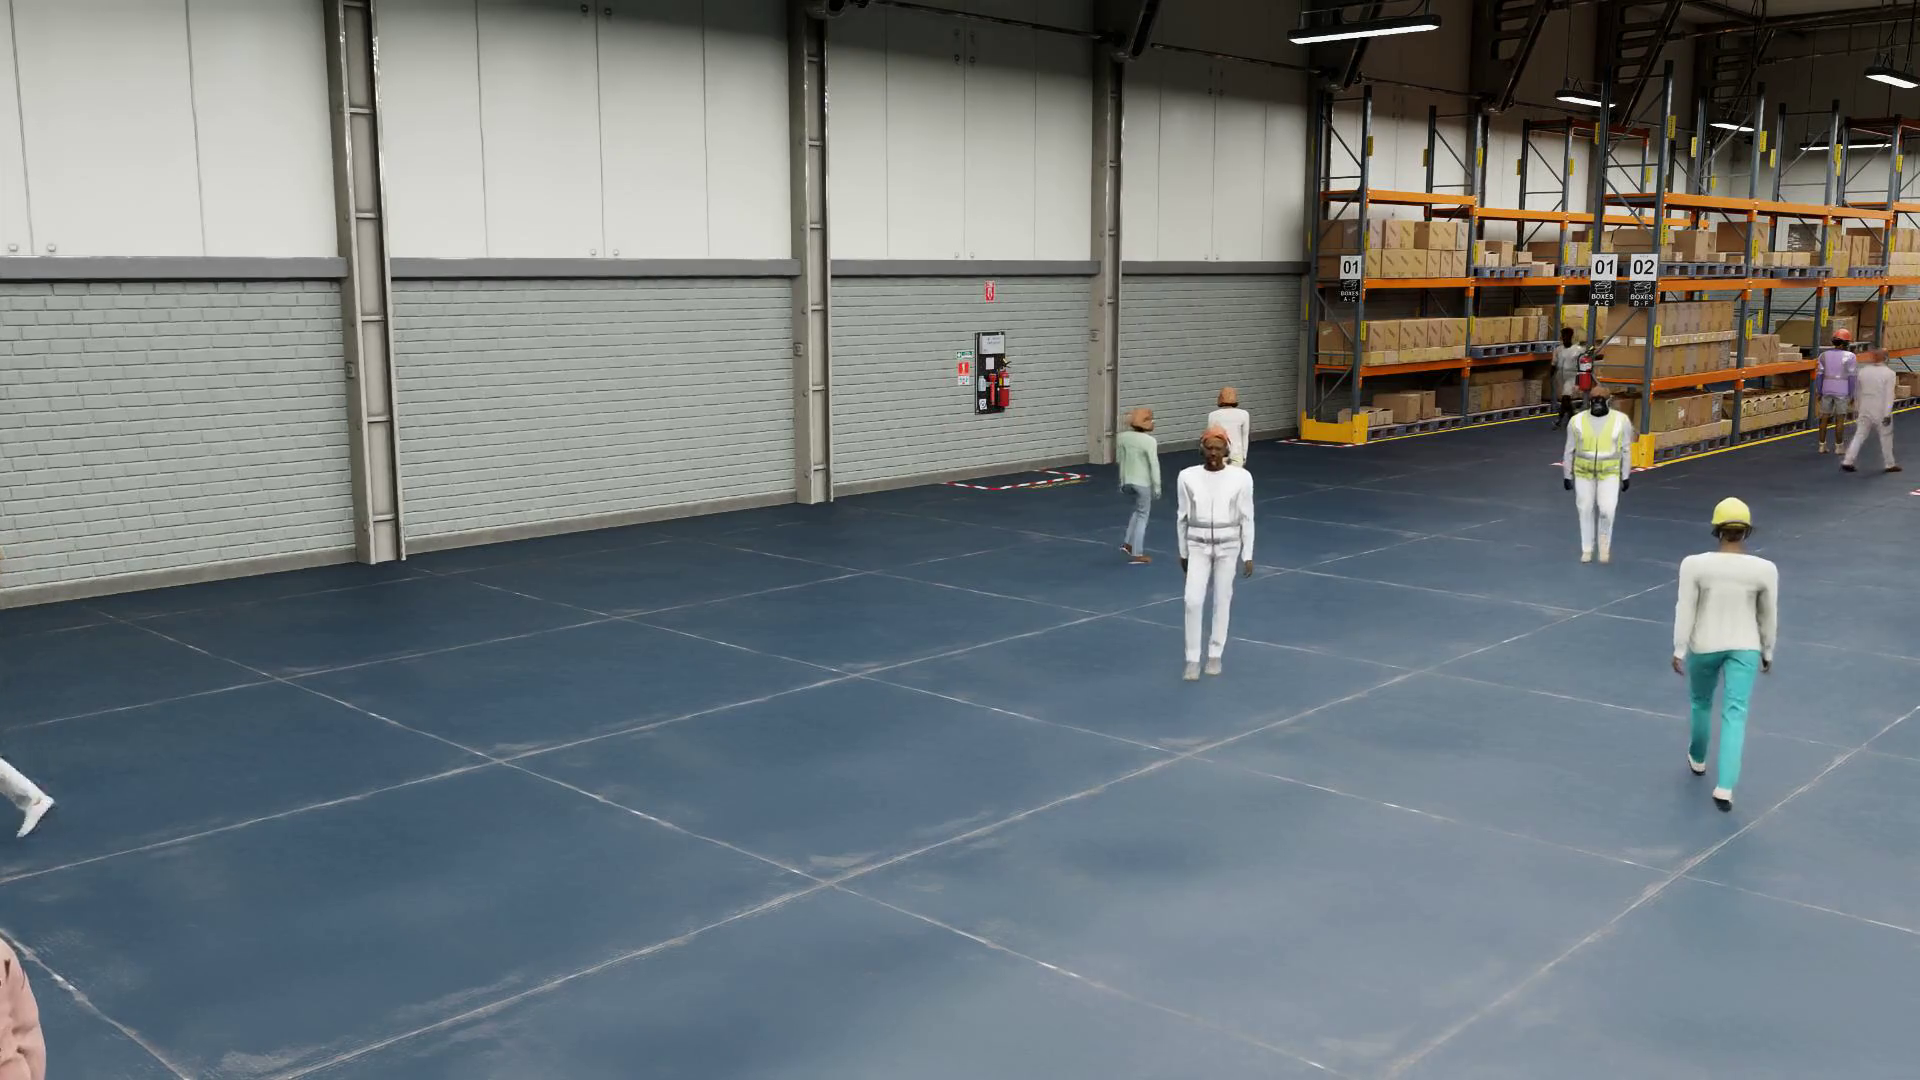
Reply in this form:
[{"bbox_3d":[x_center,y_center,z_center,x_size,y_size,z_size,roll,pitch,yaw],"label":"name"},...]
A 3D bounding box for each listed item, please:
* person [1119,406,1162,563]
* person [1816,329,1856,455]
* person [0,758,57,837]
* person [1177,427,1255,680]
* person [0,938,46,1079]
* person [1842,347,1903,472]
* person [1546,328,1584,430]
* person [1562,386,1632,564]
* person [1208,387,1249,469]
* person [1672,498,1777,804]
[{"bbox_3d":[1.868,-0.562,17.060,0.353,1.617,0.520,-7,11,-35],"label":"person"},{"bbox_3d":[14.182,-2.391,26.918,0.392,2.045,0.608,-6,11,-34],"label":"person"},{"bbox_3d":[-5.136,0.835,8.578,0.781,1.609,0.520,-9,13,-43],"label":"person"},{"bbox_3d":[1.867,0.112,12.217,0.586,1.858,0.730,2,10,12],"label":"person"},{"bbox_3d":[-2.346,1.459,3.895,0.642,1.901,0.401,6,11,31],"label":"person"},{"bbox_3d":[13.543,-1.918,24.608,0.964,1.863,0.658,-4,10,-23],"label":"person"},{"bbox_3d":[11.371,-3.029,31.229,1.023,1.909,0.619,-7,12,-37],"label":"person"},{"bbox_3d":[6.484,-0.652,16.987,0.651,1.823,0.559,5,10,26],"label":"person"},{"bbox_3d":[3.175,-1.001,19.738,0.497,1.627,0.304,0,9,0],"label":"person"},{"bbox_3d":[4.403,0.613,9.589,0.540,1.717,0.934,3,10,20],"label":"person"}]
